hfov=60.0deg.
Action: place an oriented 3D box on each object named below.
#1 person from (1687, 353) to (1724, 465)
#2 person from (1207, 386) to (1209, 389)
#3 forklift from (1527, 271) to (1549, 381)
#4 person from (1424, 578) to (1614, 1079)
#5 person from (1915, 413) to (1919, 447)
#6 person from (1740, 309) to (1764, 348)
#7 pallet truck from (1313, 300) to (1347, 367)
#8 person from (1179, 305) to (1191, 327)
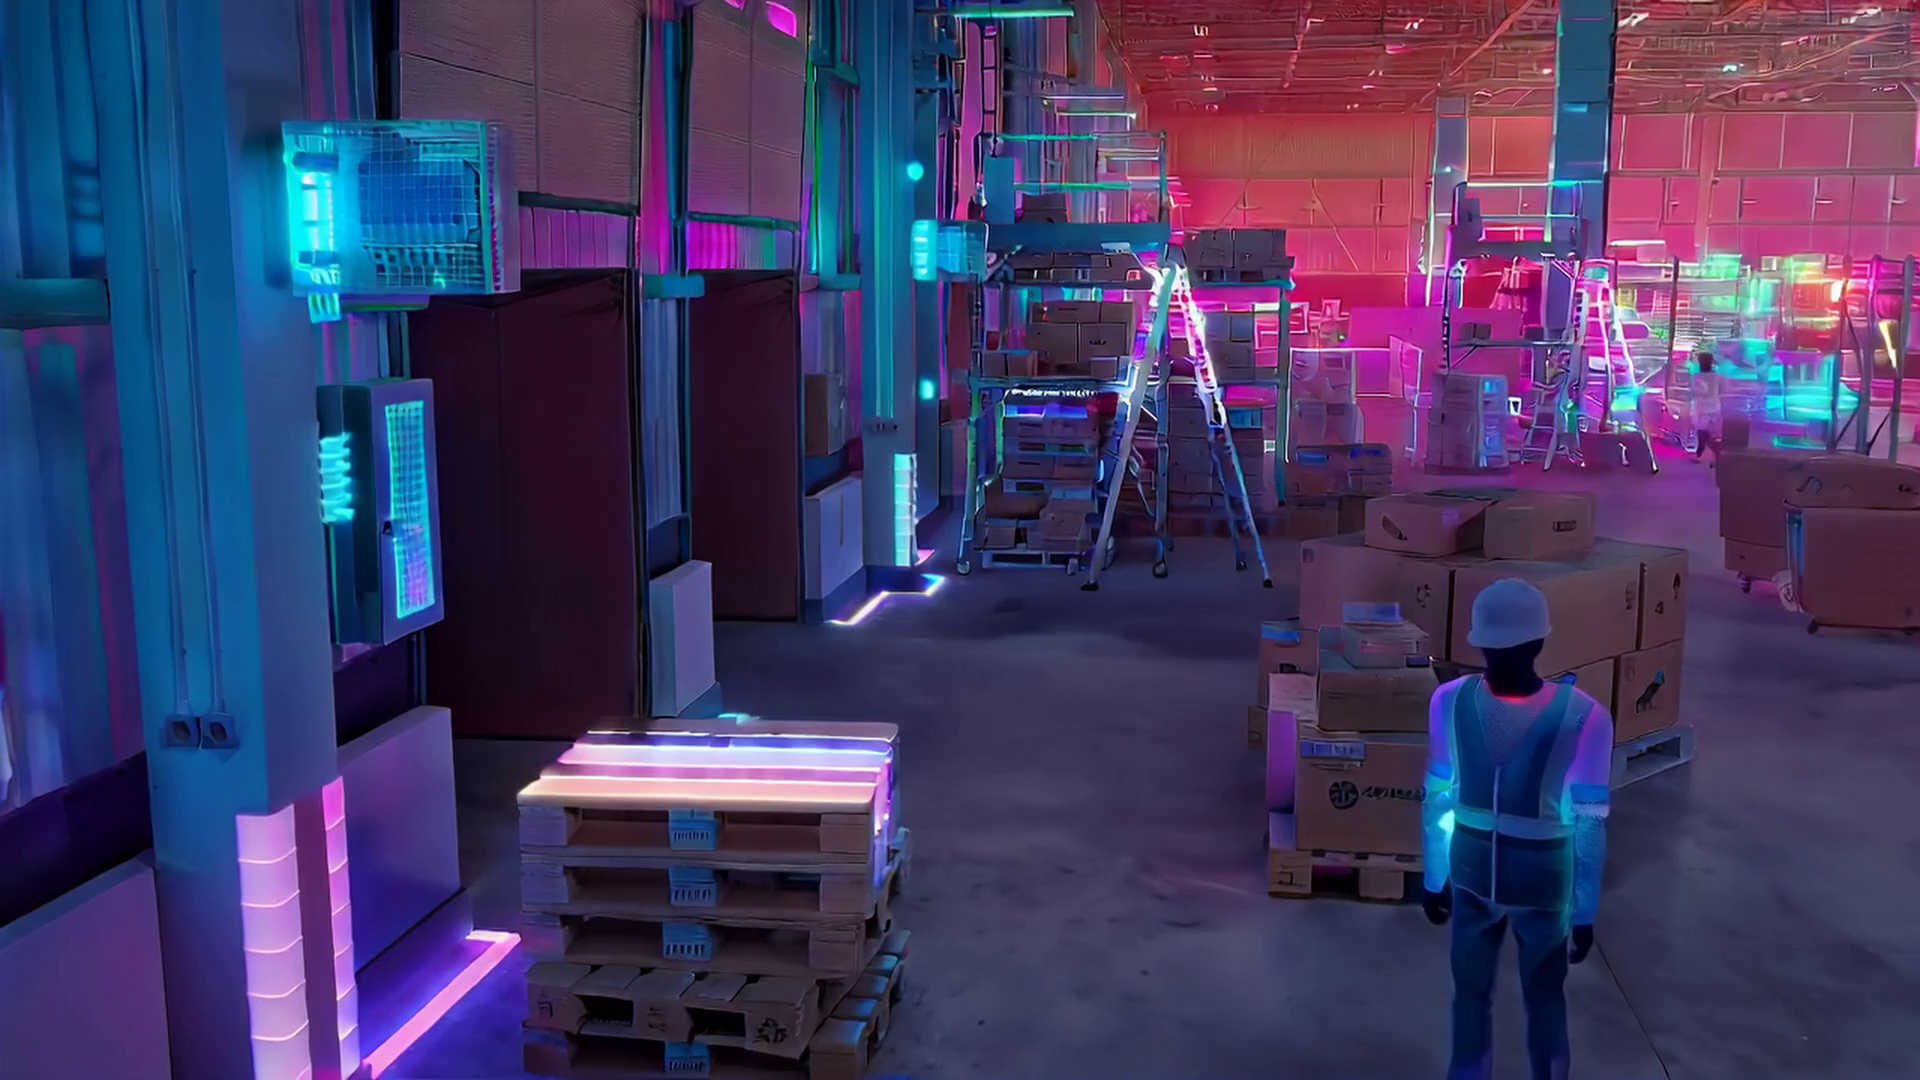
[{"bbox_3d":[10.851,-1.871,24.052,0.544,1.662,0.782,-3,10,-18],"label":"person"},{"bbox_3d":[5.139,-3.651,35.134,0.312,1.633,0.520,-5,11,-29],"label":"person"},{"bbox_3d":[14.697,-5.355,41.795,1.873,2.768,1.129,-5,11,-30],"label":"forklift"},{"bbox_3d":[1.702,1.062,5.179,0.584,1.920,0.395,8,12,40],"label":"person"},{"bbox_3d":[15.668,-2.355,26.812,0.320,1.739,0.485,9,13,43],"label":"person"},{"bbox_3d":[19.919,-4.857,41.769,0.570,1.882,0.982,-2,9,-13],"label":"person"},{"bbox_3d":[11.159,-6.200,49.718,0.823,1.965,1.885,4,10,26],"label":"pallet truck"},{"bbox_3d":[6.093,-5.363,44.778,0.543,1.930,0.389,-7,12,-37],"label":"person"}]
